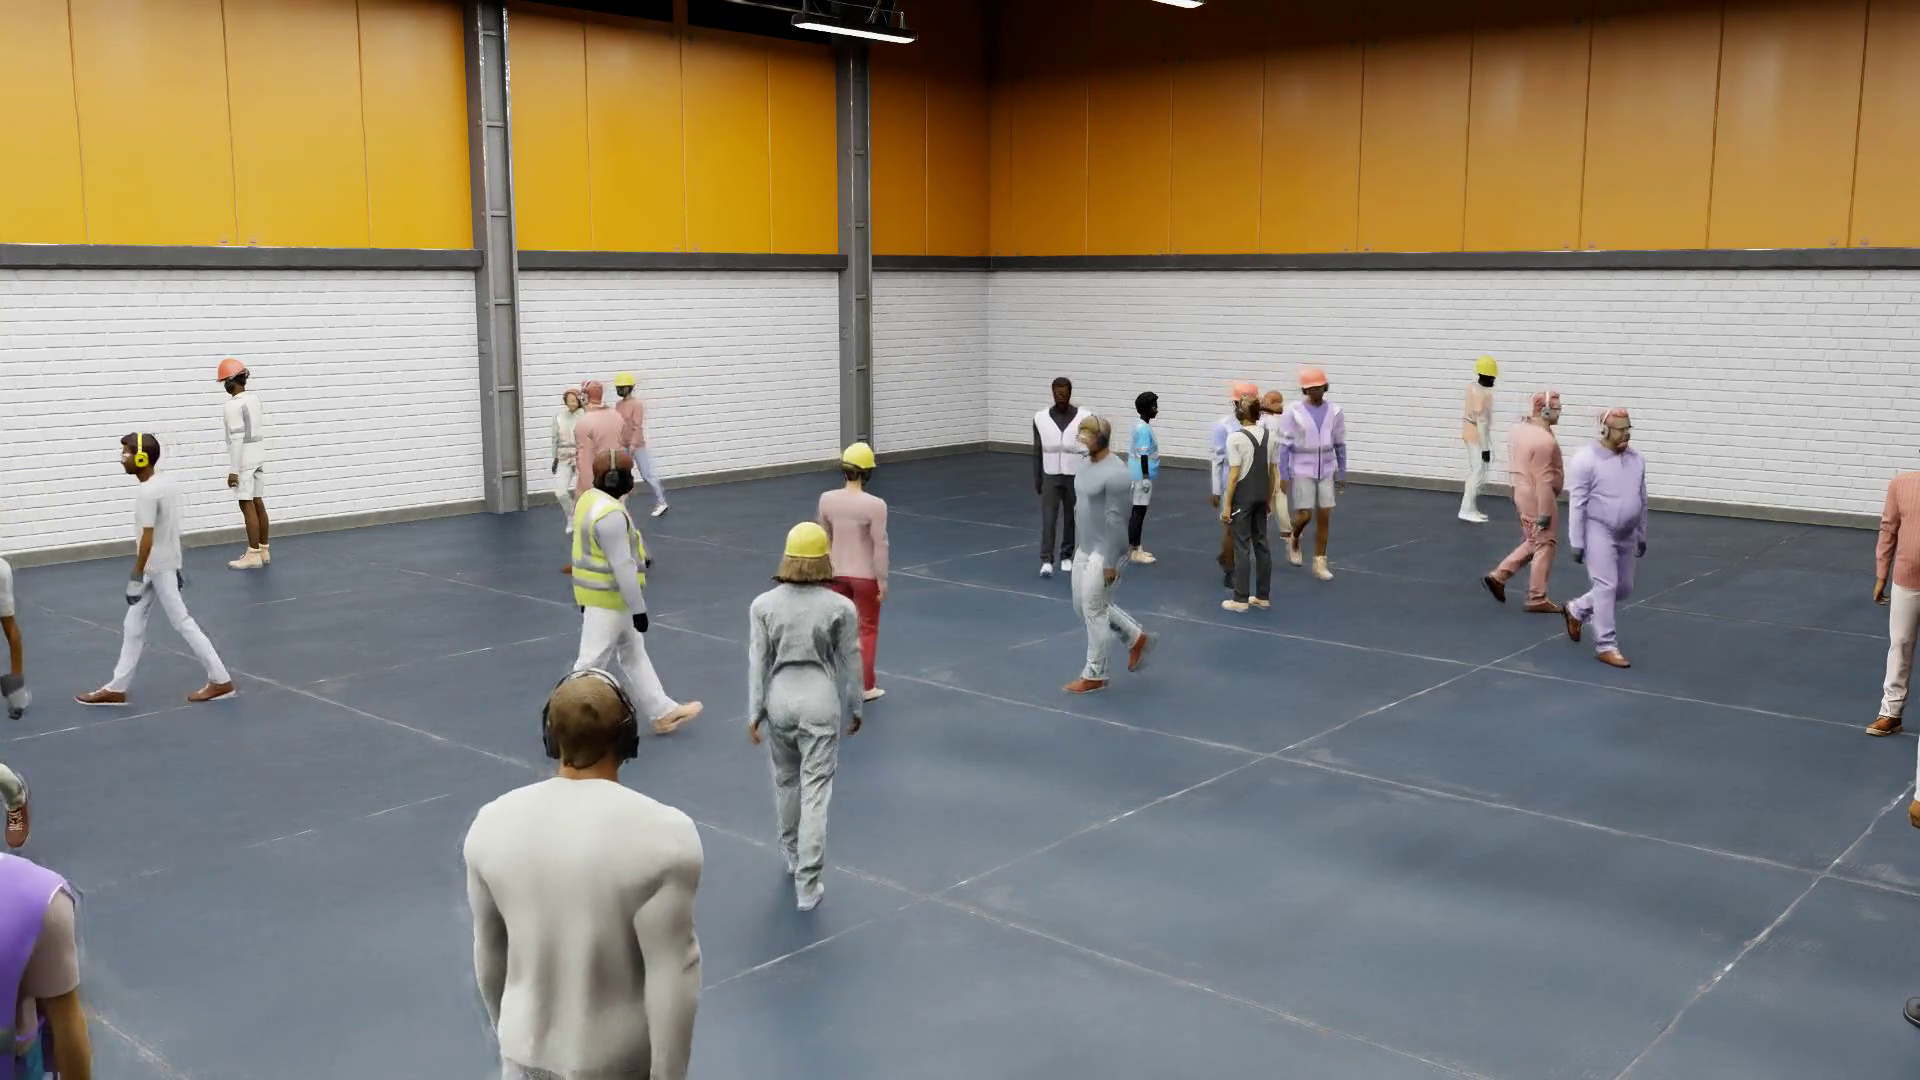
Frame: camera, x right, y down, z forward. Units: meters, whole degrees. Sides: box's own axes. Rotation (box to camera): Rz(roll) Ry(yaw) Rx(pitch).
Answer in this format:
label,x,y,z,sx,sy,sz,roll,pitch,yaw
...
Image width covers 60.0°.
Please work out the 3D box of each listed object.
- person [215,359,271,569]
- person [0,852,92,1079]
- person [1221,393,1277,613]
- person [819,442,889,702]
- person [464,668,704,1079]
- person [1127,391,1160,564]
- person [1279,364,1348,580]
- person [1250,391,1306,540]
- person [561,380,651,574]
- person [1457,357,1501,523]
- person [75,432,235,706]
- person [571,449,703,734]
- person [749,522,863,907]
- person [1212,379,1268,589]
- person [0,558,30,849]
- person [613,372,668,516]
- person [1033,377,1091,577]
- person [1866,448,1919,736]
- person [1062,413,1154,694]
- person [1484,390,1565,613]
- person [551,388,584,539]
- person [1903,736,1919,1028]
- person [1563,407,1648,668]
label,x,y,z,sx,sy,sz,roll,pitch,yaw
person,-6.951,-0.734,16.096,0.403,2.033,0.607,0,9,0
person,-2.282,1.337,3.750,0.600,1.822,0.454,1,9,4
person,2.434,-0.311,14.022,0.513,1.844,0.328,-5,10,-29
person,-0.719,0.235,10.888,0.534,1.745,0.583,5,10,27
person,-0.907,1.247,4.145,0.641,1.870,1.069,2,9,13
person,1.809,-0.620,16.423,0.317,1.697,0.540,0,9,2
person,3.295,-0.637,15.520,0.680,2.021,0.600,-2,9,-11
person,3.369,-0.794,17.796,0.769,1.599,0.510,-3,9,-17
person,-3.339,-0.570,15.602,0.936,1.871,0.636,6,11,32
person,5.956,-1.153,19.195,0.417,1.888,0.630,1,9,9
person,-5.295,0.204,10.908,0.973,1.809,0.542,-4,10,-22
person,-1.989,0.354,9.981,0.931,1.796,0.660,-3,10,-20
person,-0.695,0.765,7.685,0.503,1.706,0.821,1,9,5
person,2.521,-0.506,15.043,0.592,1.912,0.572,-4,10,-25
person,-4.678,0.677,7.800,0.516,1.856,0.551,-2,9,-9
person,-3.817,-1.100,19.377,0.537,1.720,0.924,7,12,39
person,0.975,-0.584,15.669,0.608,1.870,0.978,1,9,6
person,5.869,0.243,10.074,0.382,1.994,0.622,-9,12,-43
person,1.026,0.089,11.308,0.674,1.919,0.635,-3,10,-21
person,4.796,-0.317,13.928,0.537,1.883,0.655,0,9,-1
person,-4.137,-0.812,17.853,0.527,1.624,0.360,1,9,9
person,3.785,0.902,6.105,0.545,1.942,0.350,2,9,12
person,4.733,-0.047,12.238,0.655,1.881,0.735,-4,10,-23
